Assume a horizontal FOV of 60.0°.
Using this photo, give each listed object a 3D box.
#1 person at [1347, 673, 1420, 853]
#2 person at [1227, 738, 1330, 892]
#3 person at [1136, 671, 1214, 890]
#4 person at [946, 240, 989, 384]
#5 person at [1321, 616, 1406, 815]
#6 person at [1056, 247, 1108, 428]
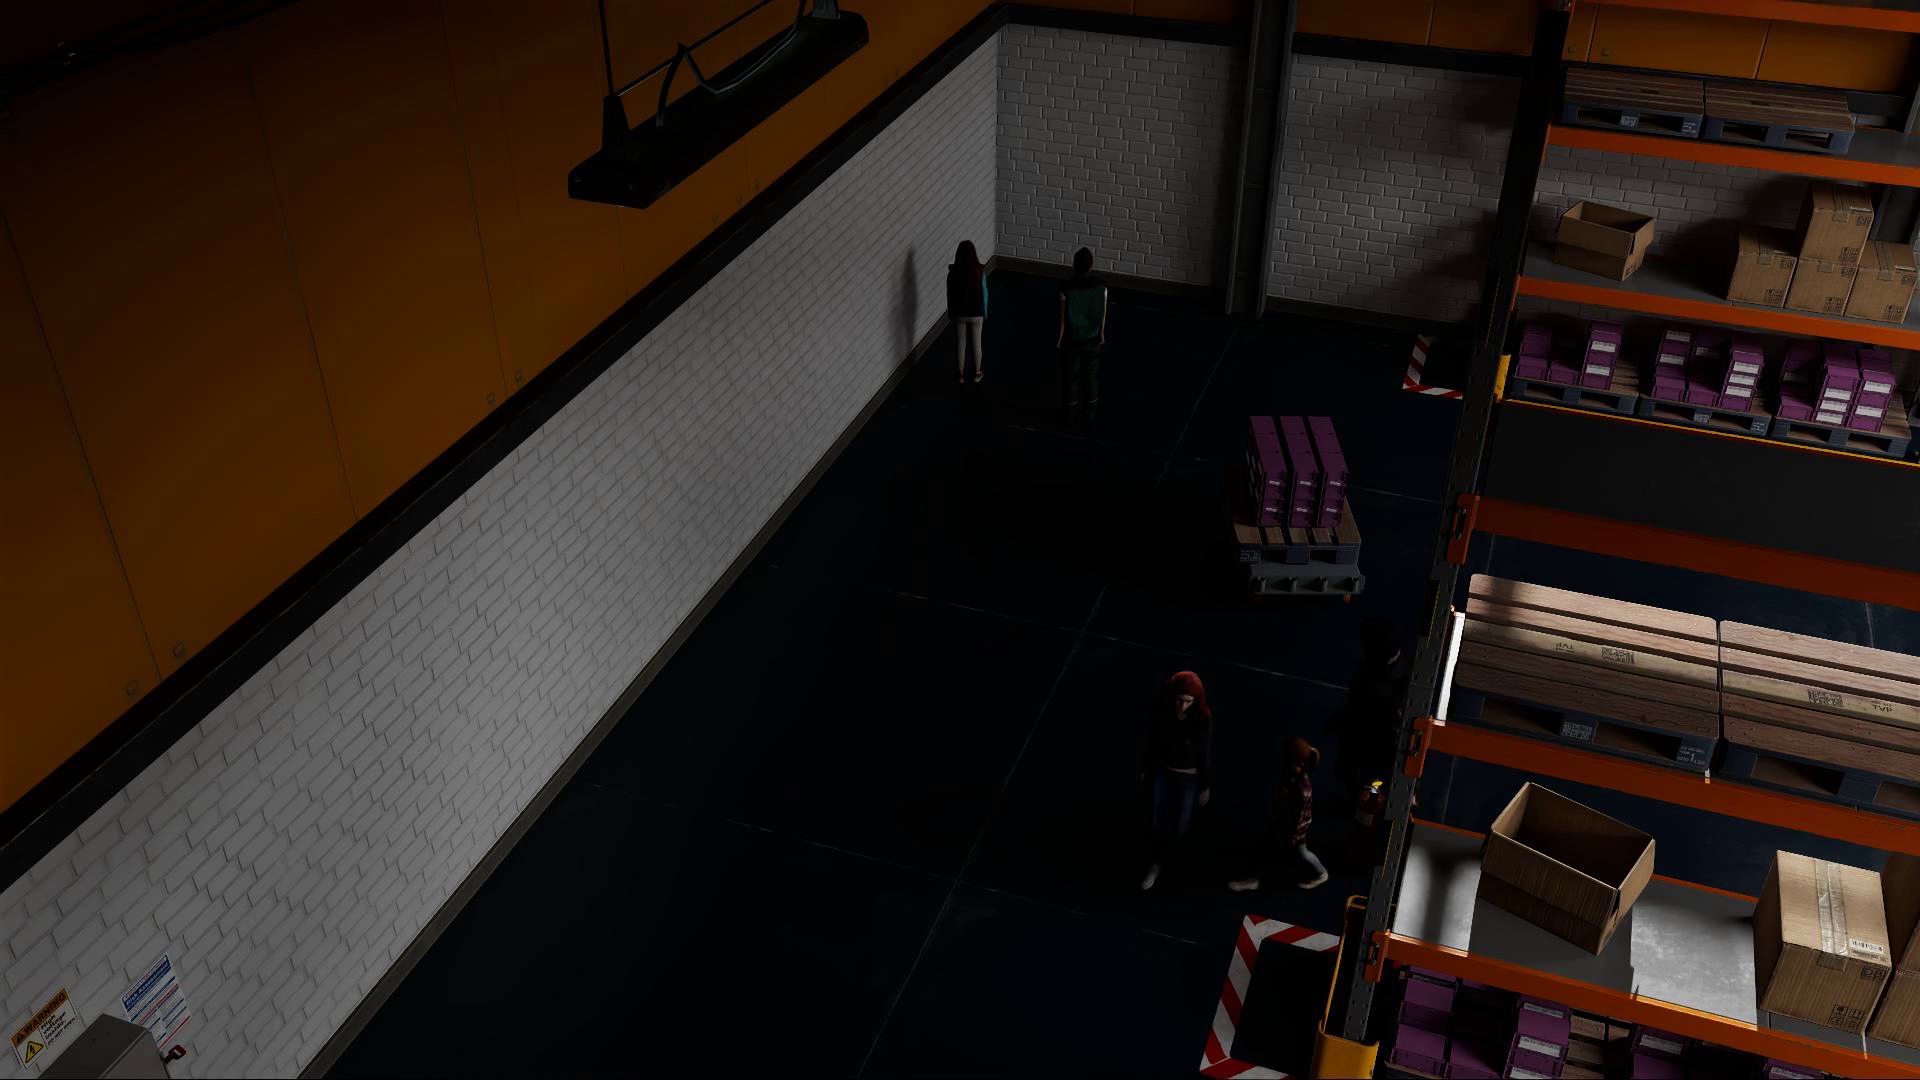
[{"bbox_3d":[2.729,1.510,10.841,0.724,1.623,0.712,4,34,5],"label":"person"},{"bbox_3d":[2.193,1.798,10.720,0.982,1.278,0.835,-7,34,-11],"label":"person"},{"bbox_3d":[1.418,1.499,10.725,0.781,1.771,0.733,17,37,24],"label":"person"},{"bbox_3d":[0.073,-2.285,16.661,0.605,1.501,0.704,2,34,2],"label":"person"},{"bbox_3d":[2.755,1.295,11.046,0.790,1.754,0.908,-28,43,-35],"label":"person"},{"bbox_3d":[1.144,-1.937,15.828,0.714,1.843,0.807,-7,34,-11],"label":"person"}]
